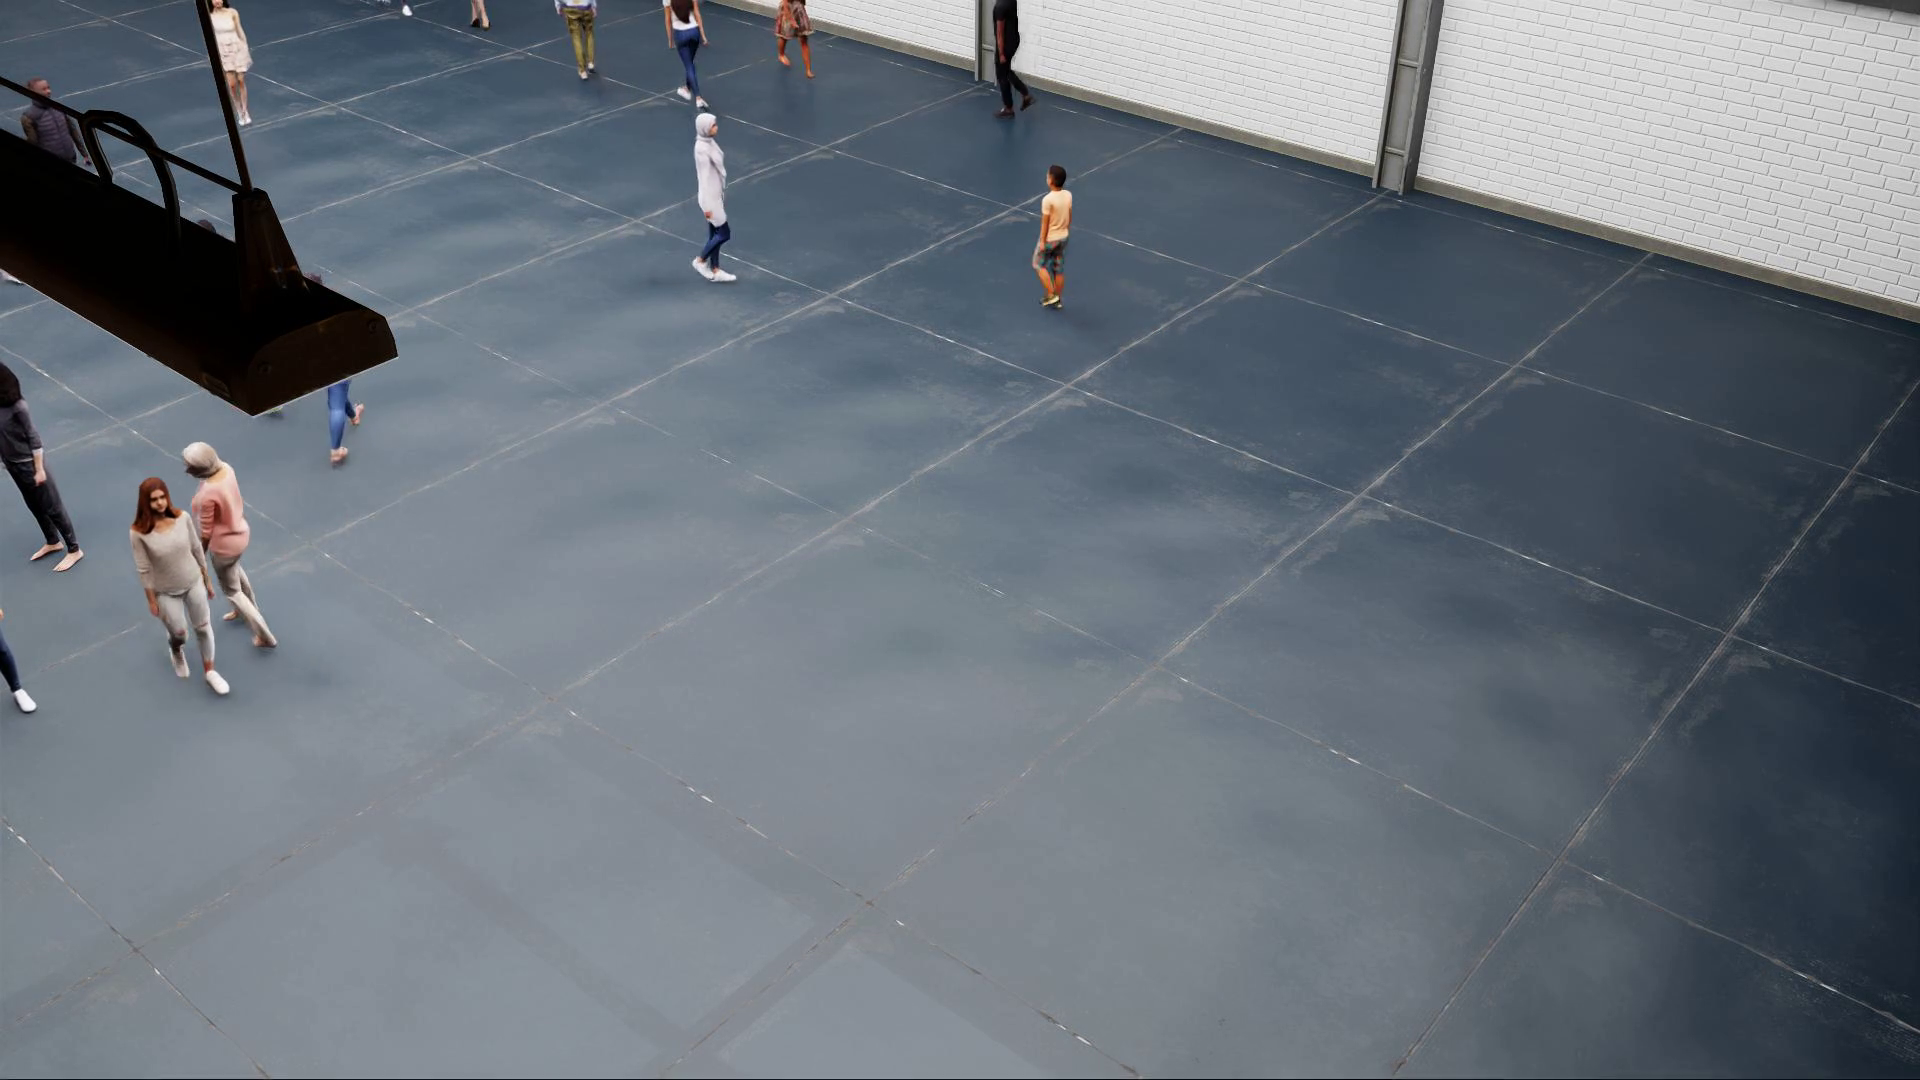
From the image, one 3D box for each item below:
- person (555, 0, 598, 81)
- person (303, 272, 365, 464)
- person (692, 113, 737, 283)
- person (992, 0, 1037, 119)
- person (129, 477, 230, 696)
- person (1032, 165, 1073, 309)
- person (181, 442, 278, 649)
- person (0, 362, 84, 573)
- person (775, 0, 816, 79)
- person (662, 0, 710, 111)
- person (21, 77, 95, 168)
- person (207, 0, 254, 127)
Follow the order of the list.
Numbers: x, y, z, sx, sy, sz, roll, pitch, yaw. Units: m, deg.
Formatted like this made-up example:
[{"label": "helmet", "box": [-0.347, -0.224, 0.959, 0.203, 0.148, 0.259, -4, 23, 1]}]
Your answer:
[{"label": "person", "box": [-5.088, -7.054, 22.171, 0.974, 1.784, 1.071, -9, 35, -13]}, {"label": "person", "box": [-5.273, -1.406, 13.879, 1.108, 1.558, 1.072, 2, 34, 3]}, {"label": "person", "box": [-2.573, -3.414, 16.708, 0.841, 1.770, 0.785, 1, 34, 1]}, {"label": "person", "box": [0.642, -6.153, 20.804, 0.959, 1.797, 0.869, 11, 35, 16]}, {"label": "person", "box": [-5.301, 0.279, 11.223, 0.630, 1.692, 0.785, -25, 41, -33]}, {"label": "person", "box": [0.962, -2.934, 16.268, 0.601, 1.457, 0.620, -24, 40, -31]}, {"label": "person", "box": [-5.071, 0.049, 11.591, 0.955, 1.666, 0.886, 6, 34, 9]}, {"label": "person", "box": [-6.987, -0.590, 12.468, 0.487, 1.761, 0.681, 20, 38, 27]}, {"label": "person", "box": [-2.297, -7.034, 22.328, 0.894, 1.576, 1.305, -19, 38, -27]}, {"label": "person", "box": [-3.432, -6.313, 21.110, 0.910, 1.725, 1.218, -13, 36, -18]}, {"label": "person", "box": [-9.514, -3.976, 17.516, 1.105, 1.811, 0.912, 13, 36, 19]}, {"label": "person", "box": [-9.061, -6.034, 20.691, 0.676, 1.724, 0.705, -17, 37, -24]}]
